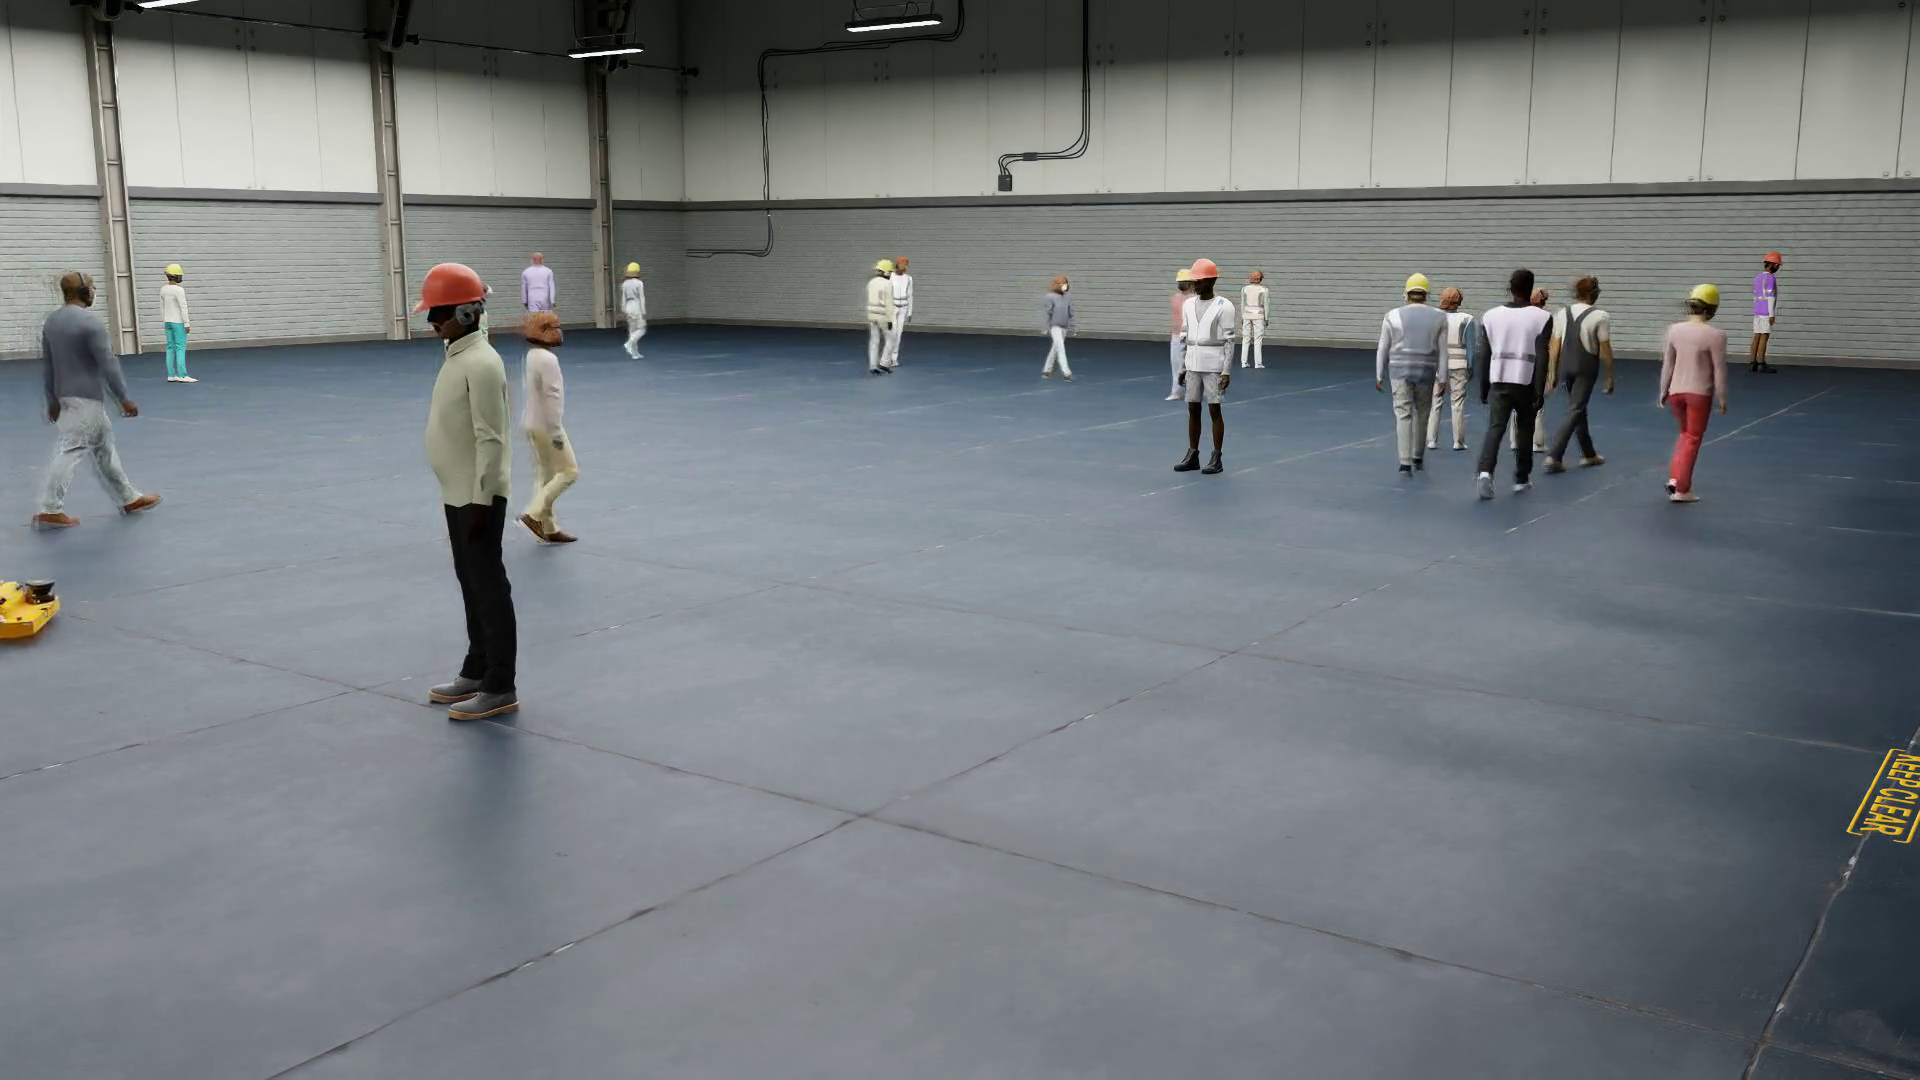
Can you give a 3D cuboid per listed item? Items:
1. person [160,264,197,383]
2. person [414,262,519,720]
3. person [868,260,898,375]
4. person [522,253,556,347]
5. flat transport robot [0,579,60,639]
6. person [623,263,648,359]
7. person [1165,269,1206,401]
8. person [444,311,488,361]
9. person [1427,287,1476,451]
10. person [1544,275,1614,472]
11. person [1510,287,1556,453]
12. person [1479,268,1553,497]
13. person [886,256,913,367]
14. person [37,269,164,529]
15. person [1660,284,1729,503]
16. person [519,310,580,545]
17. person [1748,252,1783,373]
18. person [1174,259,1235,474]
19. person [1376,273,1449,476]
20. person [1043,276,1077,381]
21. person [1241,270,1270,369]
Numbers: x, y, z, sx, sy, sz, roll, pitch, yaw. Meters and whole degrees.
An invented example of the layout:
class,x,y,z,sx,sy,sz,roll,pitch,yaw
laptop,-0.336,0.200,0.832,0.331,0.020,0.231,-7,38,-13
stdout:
class,x,y,z,sx,sy,sz,roll,pitch,yaw
person,-11.717,-3.239,24.900,0.533,1.767,0.325,6,12,29
person,-2.166,-0.215,7.327,0.385,1.992,0.612,-6,12,-29
person,-1.222,-3.485,26.145,0.459,1.807,0.628,-8,13,-39
person,-8.491,-4.846,33.625,0.673,1.855,0.960,-1,10,-5
flat transport robot,-5.610,0.391,8.758,1.431,0.197,0.652,-3,11,-17
person,-5.869,-4.108,29.852,0.505,1.728,0.472,7,12,35
person,3.032,-2.721,22.061,0.678,1.748,0.528,-8,13,-39
person,-5.604,-2.099,18.886,0.499,1.633,0.286,0,10,1
person,4.910,-1.716,16.718,0.513,1.642,0.311,5,11,24
person,5.675,-1.521,15.209,0.982,1.798,0.531,-7,13,-36
person,5.703,-1.689,16.563,0.307,1.645,0.514,-8,13,-37
person,4.555,-1.299,13.750,0.599,1.879,0.974,7,12,35
person,-1.071,-3.845,28.029,0.641,1.858,0.412,-5,11,-28
person,-6.458,-1.046,12.313,0.638,1.887,1.039,7,12,36
person,5.910,-1.170,13.341,0.445,1.749,0.553,-5,11,-28
person,-2.811,-0.759,11.385,0.361,1.621,0.517,-6,12,-29
person,12.942,-3.638,26.683,0.374,1.928,0.543,0,10,2
person,2.197,-1.561,15.023,0.551,1.934,0.373,9,13,41
person,4.090,-1.508,15.103,0.615,1.790,0.871,1,10,8
person,1.516,-3.214,25.255,0.514,1.587,0.850,-8,13,-38
person,4.899,-3.663,27.664,0.509,1.629,0.316,7,12,33
